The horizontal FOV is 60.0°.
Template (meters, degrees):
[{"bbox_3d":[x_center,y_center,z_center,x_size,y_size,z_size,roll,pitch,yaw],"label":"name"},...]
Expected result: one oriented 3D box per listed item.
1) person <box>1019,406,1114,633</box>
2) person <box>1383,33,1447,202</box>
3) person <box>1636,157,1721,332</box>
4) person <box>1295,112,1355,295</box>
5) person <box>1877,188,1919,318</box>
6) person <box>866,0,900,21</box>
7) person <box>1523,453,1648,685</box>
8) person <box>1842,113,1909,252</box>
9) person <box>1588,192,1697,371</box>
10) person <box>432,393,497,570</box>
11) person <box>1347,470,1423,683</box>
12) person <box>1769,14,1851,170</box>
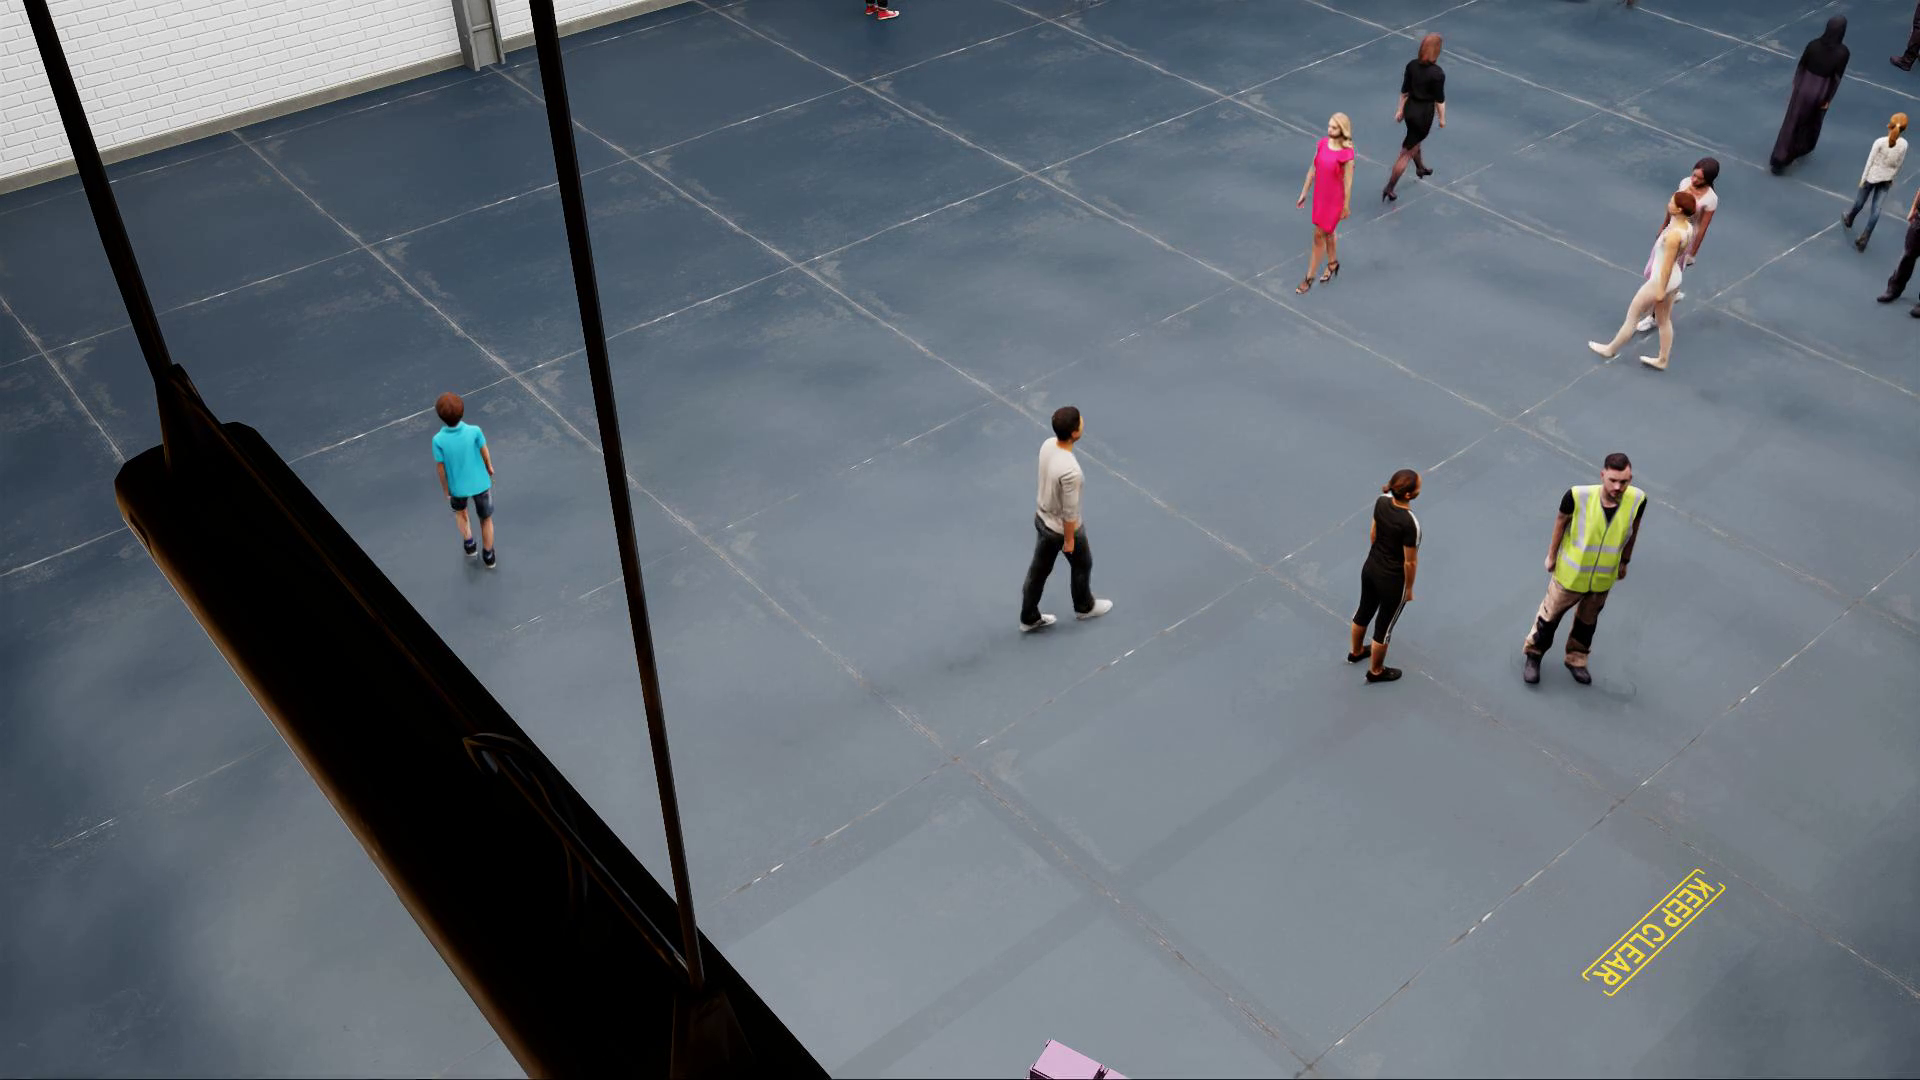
[{"bbox_3d":[0.590,-0.090,11.273,1.010,1.793,0.821,-16,41,-20],"label":"person"},{"bbox_3d":[4.454,-4.117,16.416,1.048,1.668,0.661,-23,44,-26],"label":"person"},{"bbox_3d":[6.315,-2.570,14.438,0.833,1.718,0.761,-11,40,-14],"label":"person"},{"bbox_3d":[3.427,-3.115,15.130,0.857,1.707,0.653,-19,43,-23],"label":"person"},{"bbox_3d":[8.690,-2.866,14.709,0.587,1.842,0.653,-24,44,-27],"label":"person"},{"bbox_3d":[-1.011,-7.271,20.294,0.527,1.756,0.626,-29,47,-31],"label":"person"},{"bbox_3d":[4.112,0.180,10.893,0.845,1.845,0.908,2,39,3],"label":"person"},{"bbox_3d":[8.737,-3.379,15.795,0.819,1.289,0.934,7,39,9],"label":"person"},{"bbox_3d":[5.980,-2.127,13.963,0.745,1.620,0.866,25,45,28],"label":"person"},{"bbox_3d":[-3.521,-0.387,11.933,0.647,1.434,0.696,-11,40,-13],"label":"person"},{"bbox_3d":[2.821,0.220,10.984,0.606,1.669,0.633,-16,41,-19],"label":"person"},{"bbox_3d":[8.698,-4.570,17.035,0.804,1.603,1.170,24,44,27],"label":"person"}]
